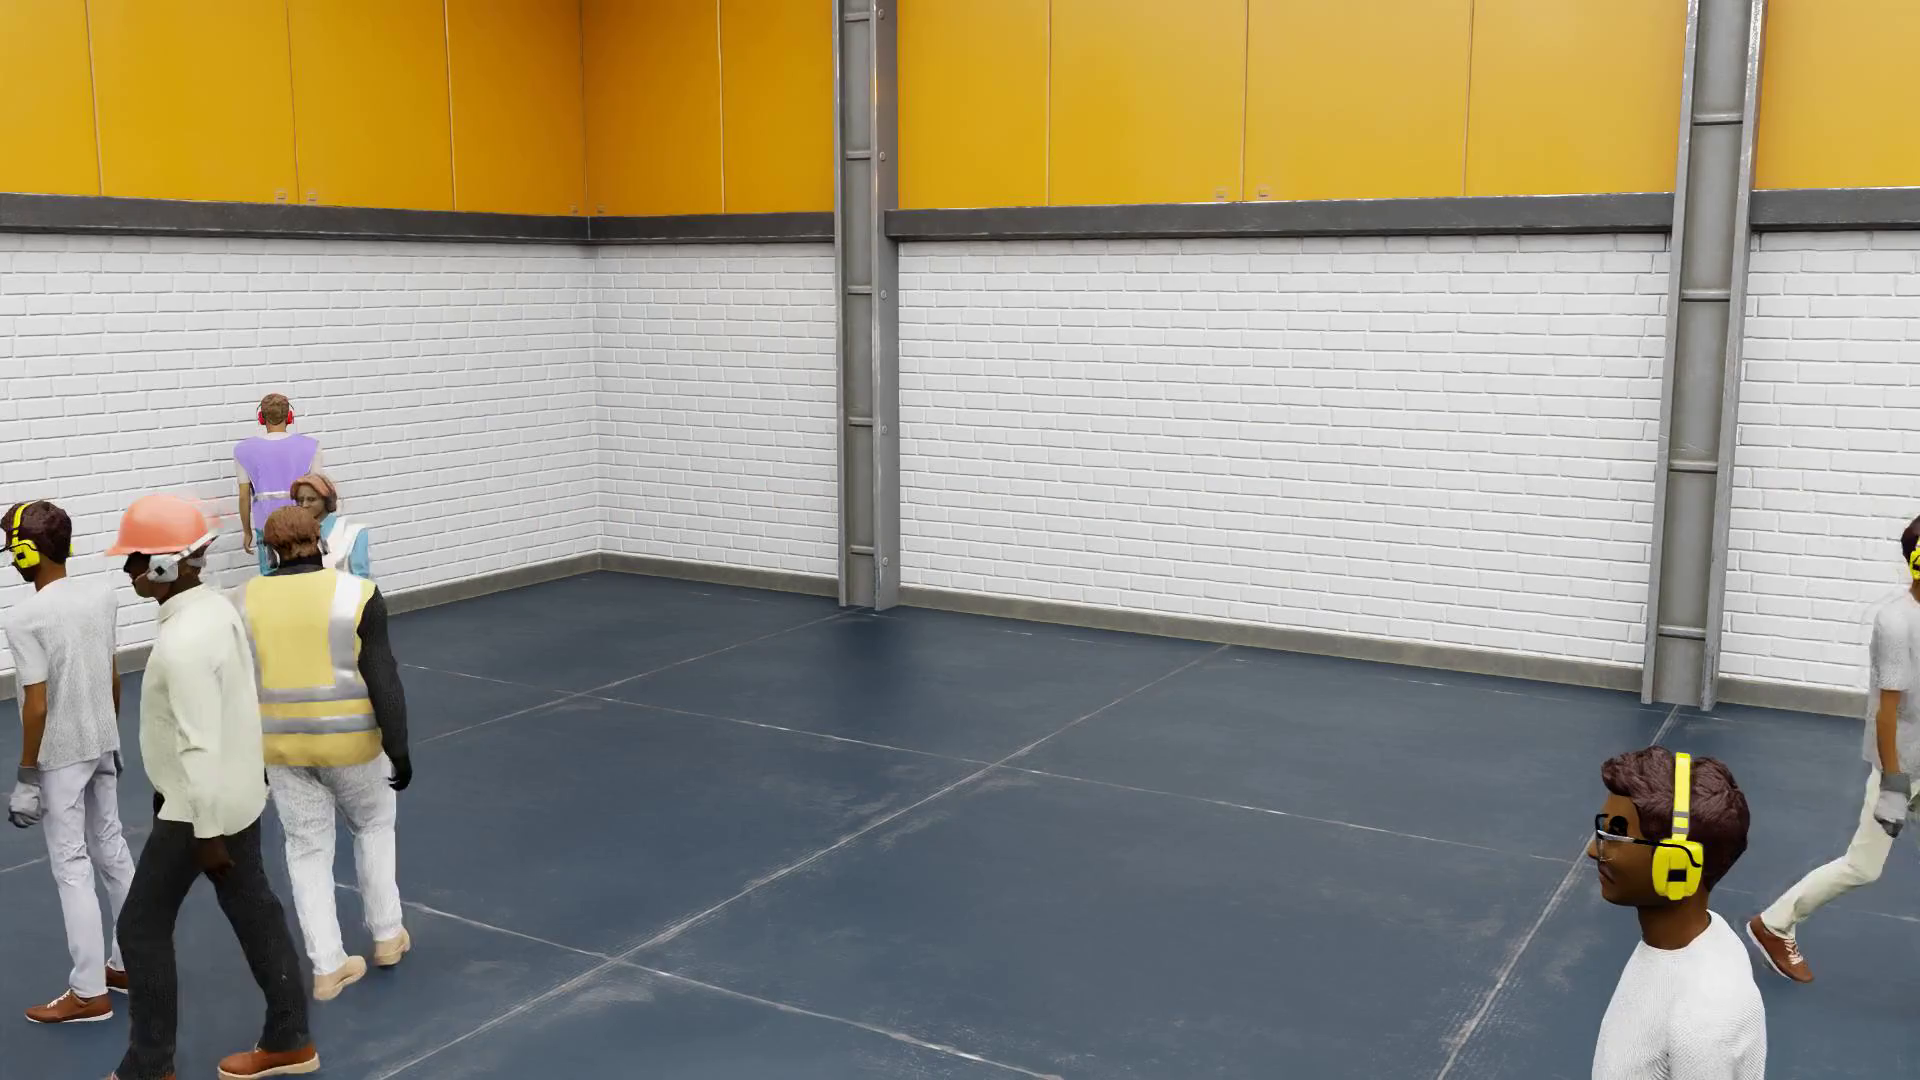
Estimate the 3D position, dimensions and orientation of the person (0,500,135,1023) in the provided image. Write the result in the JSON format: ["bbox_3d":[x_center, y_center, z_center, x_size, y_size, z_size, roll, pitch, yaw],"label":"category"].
[{"bbox_3d":[-3.163,0.783,5.890,0.332,1.865,0.520,2,9,11],"label":"person"}]

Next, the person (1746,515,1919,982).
[{"bbox_3d":[3.327,0.796,5.926,0.530,1.833,0.941,-7,11,-36],"label":"person"}]

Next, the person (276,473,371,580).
[{"bbox_3d":[-3.338,0.433,8.834,0.517,1.615,0.691,0,9,-2],"label":"person"}]

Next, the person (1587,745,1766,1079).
[{"bbox_3d":[1.172,1.270,2.859,0.328,1.861,0.514,3,9,16],"label":"person"}]

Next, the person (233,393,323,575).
[{"bbox_3d":[-4.591,-0.073,11.292,0.566,1.842,0.389,-3,10,-20],"label":"person"}]

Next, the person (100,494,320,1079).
[{"bbox_3d":[-2.505,0.831,5.279,0.846,1.964,0.634,-2,9,-10],"label":"person"}]

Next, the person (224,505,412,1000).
[{"bbox_3d":[-2.344,0.760,6.226,0.690,1.803,0.680,0,9,-2],"label":"person"}]
